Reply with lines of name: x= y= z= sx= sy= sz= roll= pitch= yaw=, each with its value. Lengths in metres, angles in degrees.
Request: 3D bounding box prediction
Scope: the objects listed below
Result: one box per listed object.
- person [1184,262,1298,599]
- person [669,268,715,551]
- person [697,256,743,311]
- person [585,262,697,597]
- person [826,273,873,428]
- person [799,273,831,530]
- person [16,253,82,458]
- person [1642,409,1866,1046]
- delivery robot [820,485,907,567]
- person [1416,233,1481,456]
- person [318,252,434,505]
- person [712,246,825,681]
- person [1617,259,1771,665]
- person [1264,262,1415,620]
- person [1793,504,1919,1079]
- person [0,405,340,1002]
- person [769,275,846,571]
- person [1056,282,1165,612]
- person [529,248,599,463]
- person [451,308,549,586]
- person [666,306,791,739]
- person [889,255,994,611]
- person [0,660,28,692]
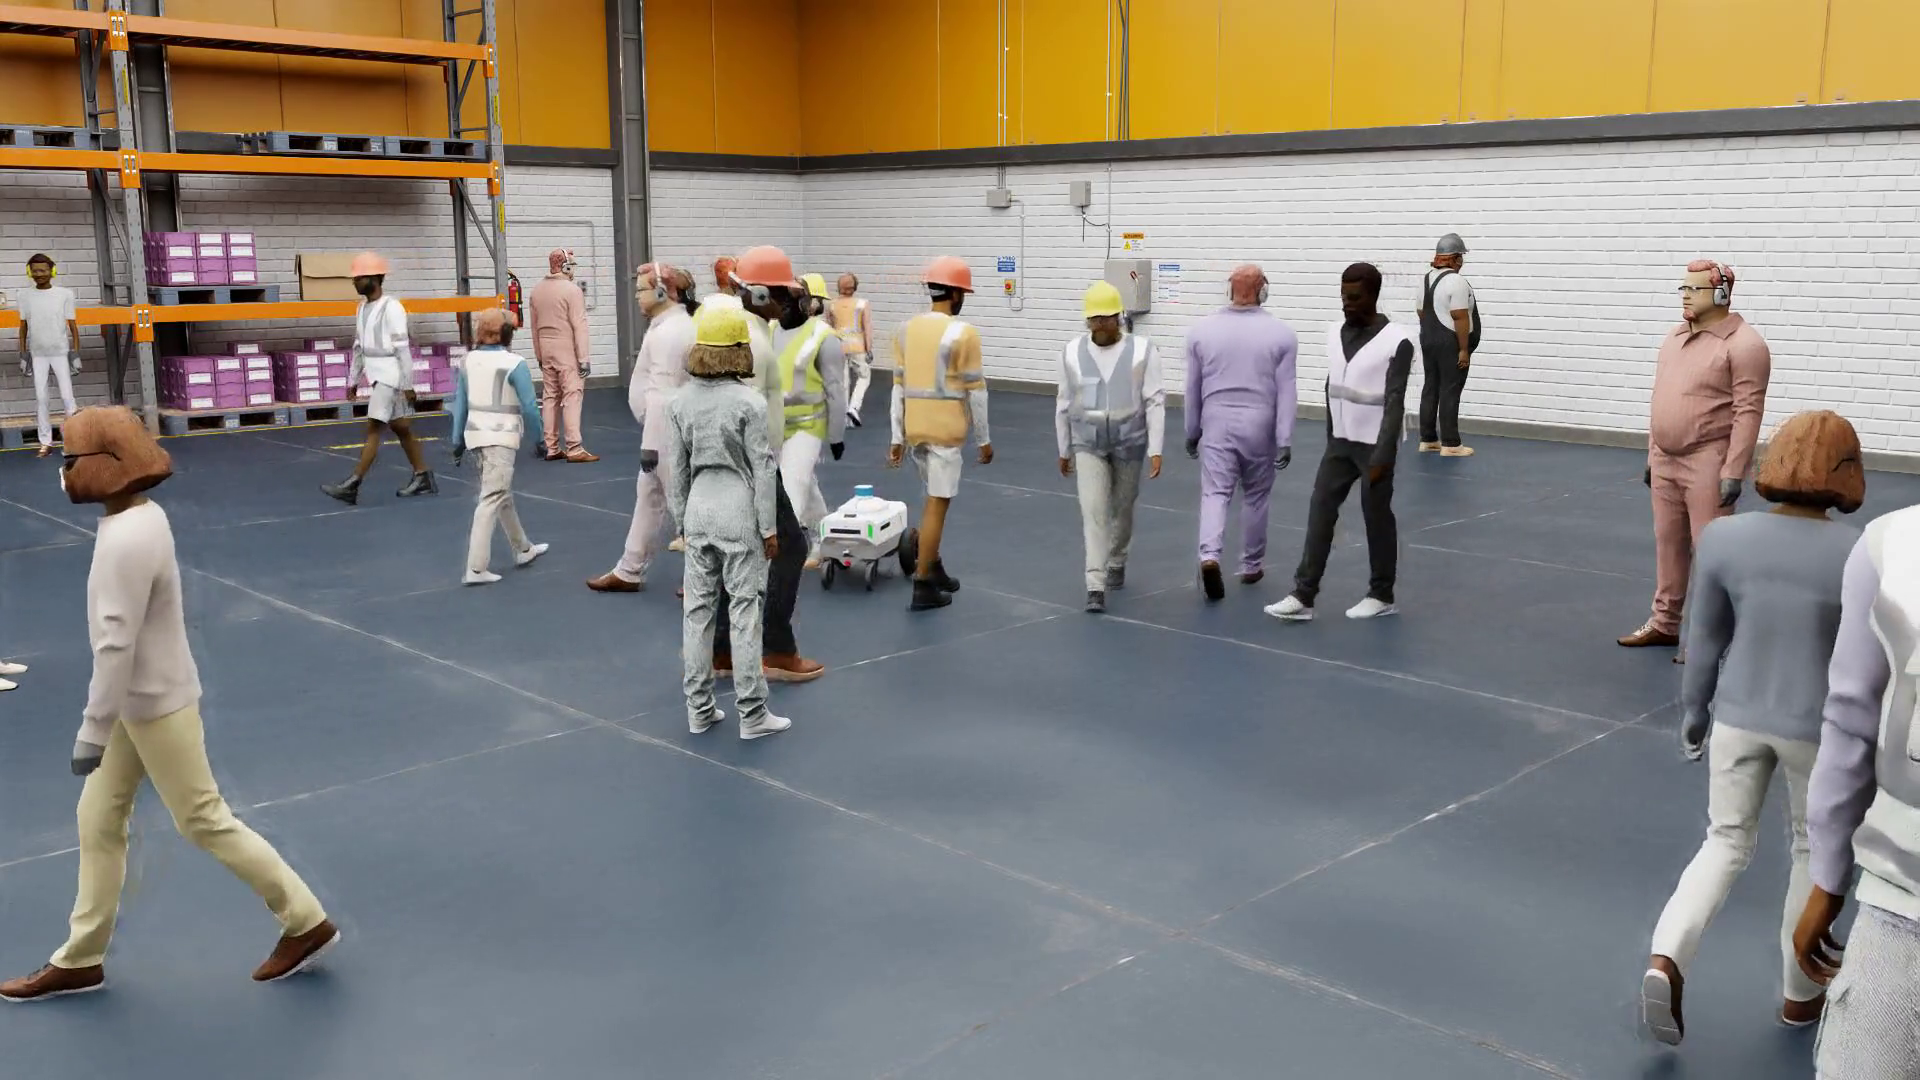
person: x=1.572 y=-0.622 z=9.392 sx=0.647 sy=1.876 sz=0.914 roll=3 pitch=11 yaw=18
person: x=-1.684 y=-0.848 z=10.787 sx=0.656 sy=1.817 sz=0.606 roll=5 pitch=12 yaw=27
person: x=-1.666 y=-1.153 z=12.310 sx=0.603 sy=1.862 sz=0.599 roll=8 pitch=13 yaw=37
person: x=-1.688 y=-0.595 z=9.252 sx=0.824 sy=1.869 sz=0.669 roll=-1 pitch=10 yaw=-7
person: x=-1.154 y=-1.973 z=17.416 sx=0.532 sy=1.625 sz=0.360 roll=3 pitch=11 yaw=17
person: x=-1.047 y=-0.955 z=11.523 sx=0.328 sy=1.762 sz=0.523 roll=-5 pitch=12 yaw=-27
person: x=-8.318 y=-1.679 z=15.199 sx=0.513 sy=1.861 sz=0.327 roll=-3 pitch=11 yaw=-14
person: x=2.002 y=0.483 z=4.115 sx=0.688 sy=1.612 sz=0.502 roll=-9 pitch=14 yaw=-40
delivery robot: x=-0.561 y=-0.080 z=9.778 sx=0.477 sy=0.478 sz=0.707 roll=3 pitch=11 yaw=15
person: x=4.539 y=-1.804 z=15.382 sx=0.538 sy=2.000 sz=0.683 roll=-3 pitch=11 yaw=-17
person: x=-4.464 y=-1.220 z=12.615 sx=0.988 sy=1.882 sz=0.568 roll=-9 pitch=14 yaw=-42
person: x=-0.885 y=-0.332 z=7.545 sx=0.682 sy=1.966 sz=0.633 roll=-4 pitch=11 yaw=-21
person: x=3.490 y=-0.370 z=7.927 sx=0.408 sy=1.909 sz=0.638 roll=-3 pitch=11 yaw=-18
person: x=1.984 y=-0.475 z=8.571 sx=0.906 sy=1.876 sz=0.609 roll=-7 pitch=12 yaw=-32
person: x=1.648 y=0.592 z=2.604 sx=0.625 sy=1.931 sz=0.454 roll=10 pitch=14 yaw=43
person: x=-2.111 y=0.431 z=4.405 sx=0.832 sy=1.593 sz=0.499 roll=-5 pitch=12 yaw=-25
person: x=-1.007 y=-0.646 z=9.764 sx=0.627 sy=1.791 sz=0.976 roll=8 pitch=13 yaw=38
person: x=0.826 y=-0.536 z=9.204 sx=0.597 sy=1.780 sz=0.962 roll=1 pitch=10 yaw=6
person: x=-3.529 y=-1.645 z=14.879 sx=0.649 sy=1.906 sz=0.401 roll=7 pitch=13 yaw=35
person: x=-2.697 y=-0.564 z=9.825 sx=0.519 sy=1.591 sz=0.826 roll=6 pitch=12 yaw=30
person: x=-0.939 y=-0.066 z=6.719 sx=0.484 sy=1.744 sz=0.295 roll=5 pitch=11 yaw=24
person: x=-0.061 y=-0.583 z=9.069 sx=0.678 sy=1.907 sz=0.537 roll=-10 pitch=15 yaw=-44
person: x=-4.417 y=-0.208 z=7.439 sx=0.329 sy=1.765 sz=0.526 roll=-3 pitch=11 yaw=-18
